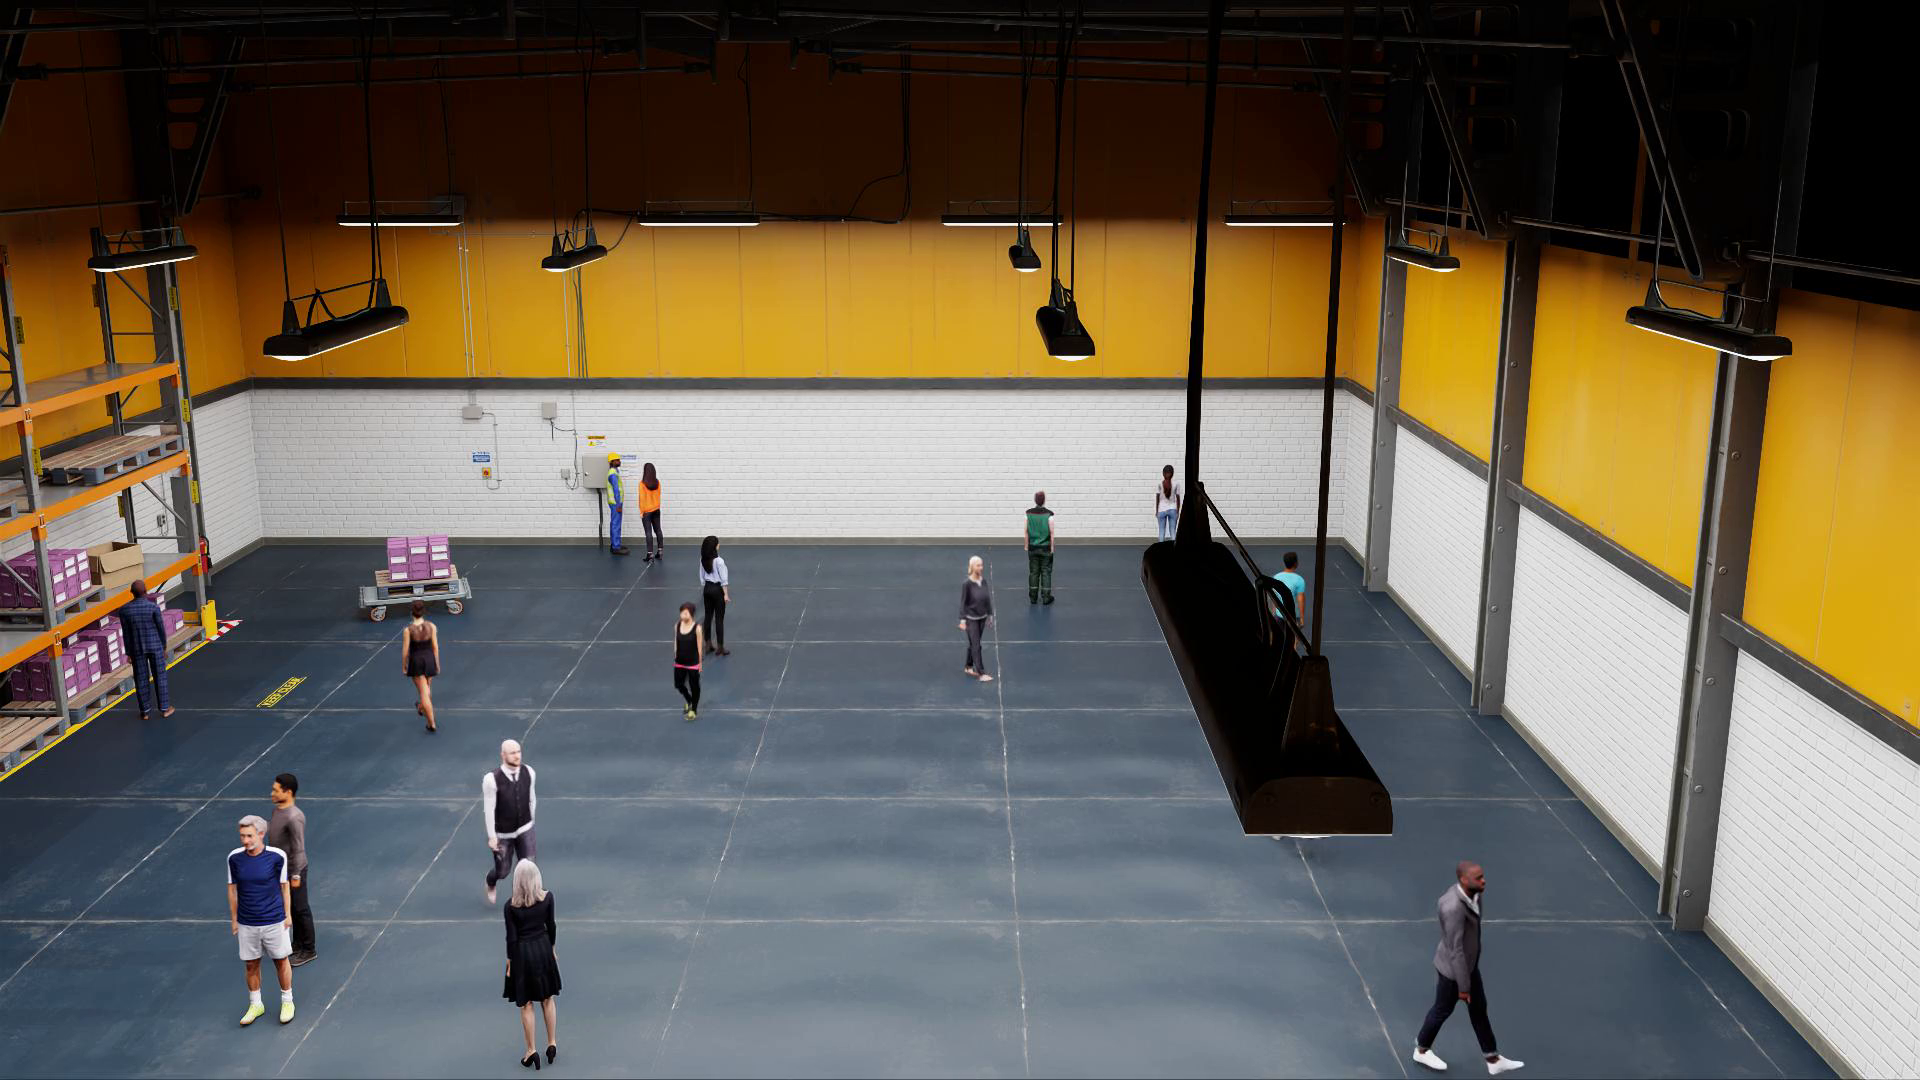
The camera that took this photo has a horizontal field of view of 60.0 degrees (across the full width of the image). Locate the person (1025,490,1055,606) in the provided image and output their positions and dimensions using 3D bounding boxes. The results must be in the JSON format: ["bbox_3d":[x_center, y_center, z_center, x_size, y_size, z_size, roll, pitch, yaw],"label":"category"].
[{"bbox_3d":[1.275,0.102,26.374,0.713,1.844,0.702,4,14,18],"label":"person"}]

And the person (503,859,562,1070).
[{"bbox_3d":[-3.398,3.346,13.187,0.705,1.746,0.745,-10,17,-36],"label":"person"}]

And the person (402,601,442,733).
[{"bbox_3d":[-6.658,1.593,20.664,0.983,1.634,1.125,-10,17,-36],"label":"person"}]

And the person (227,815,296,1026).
[{"bbox_3d":[-5.814,3.138,13.850,0.662,1.838,0.589,-2,14,-8],"label":"person"}]

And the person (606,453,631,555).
[{"bbox_3d":[-6.132,-0.669,29.626,0.776,1.812,0.597,-3,14,-12],"label":"person"}]

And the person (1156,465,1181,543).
[{"bbox_3d":[3.626,-0.475,29.025,0.593,1.719,0.540,1,14,4],"label":"person"}]

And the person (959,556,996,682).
[{"bbox_3d":[0.150,1.048,22.765,0.956,1.705,1.020,-13,19,-43],"label":"person"}]

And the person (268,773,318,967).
[{"bbox_3d":[-5.971,2.926,14.873,0.768,1.768,0.689,2,14,10],"label":"person"}]

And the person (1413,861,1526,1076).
[{"bbox_3d":[3.825,3.355,13.079,1.165,1.779,1.144,10,17,36],"label":"person"}]

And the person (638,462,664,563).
[{"bbox_3d":[-5.405,-0.499,29.059,0.767,1.749,0.687,11,17,37],"label":"person"}]

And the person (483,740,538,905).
[{"bbox_3d":[-4.236,2.734,15.596,1.085,1.801,1.175,-12,18,-41],"label":"person"}]

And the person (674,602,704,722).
[{"bbox_3d":[-3.416,1.516,21.170,0.639,1.545,0.673,5,14,19],"label":"person"}]

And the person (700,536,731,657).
[{"bbox_3d":[-3.519,0.782,23.779,0.734,1.744,0.753,9,16,34],"label":"person"}]

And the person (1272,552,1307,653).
[{"bbox_3d":[4.473,1.031,22.690,0.686,1.773,0.709,10,17,36],"label":"person"}]

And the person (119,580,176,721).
[{"bbox_3d":[-10.346,1.379,21.154,0.741,1.819,0.730,-5,15,-20],"label":"person"}]
